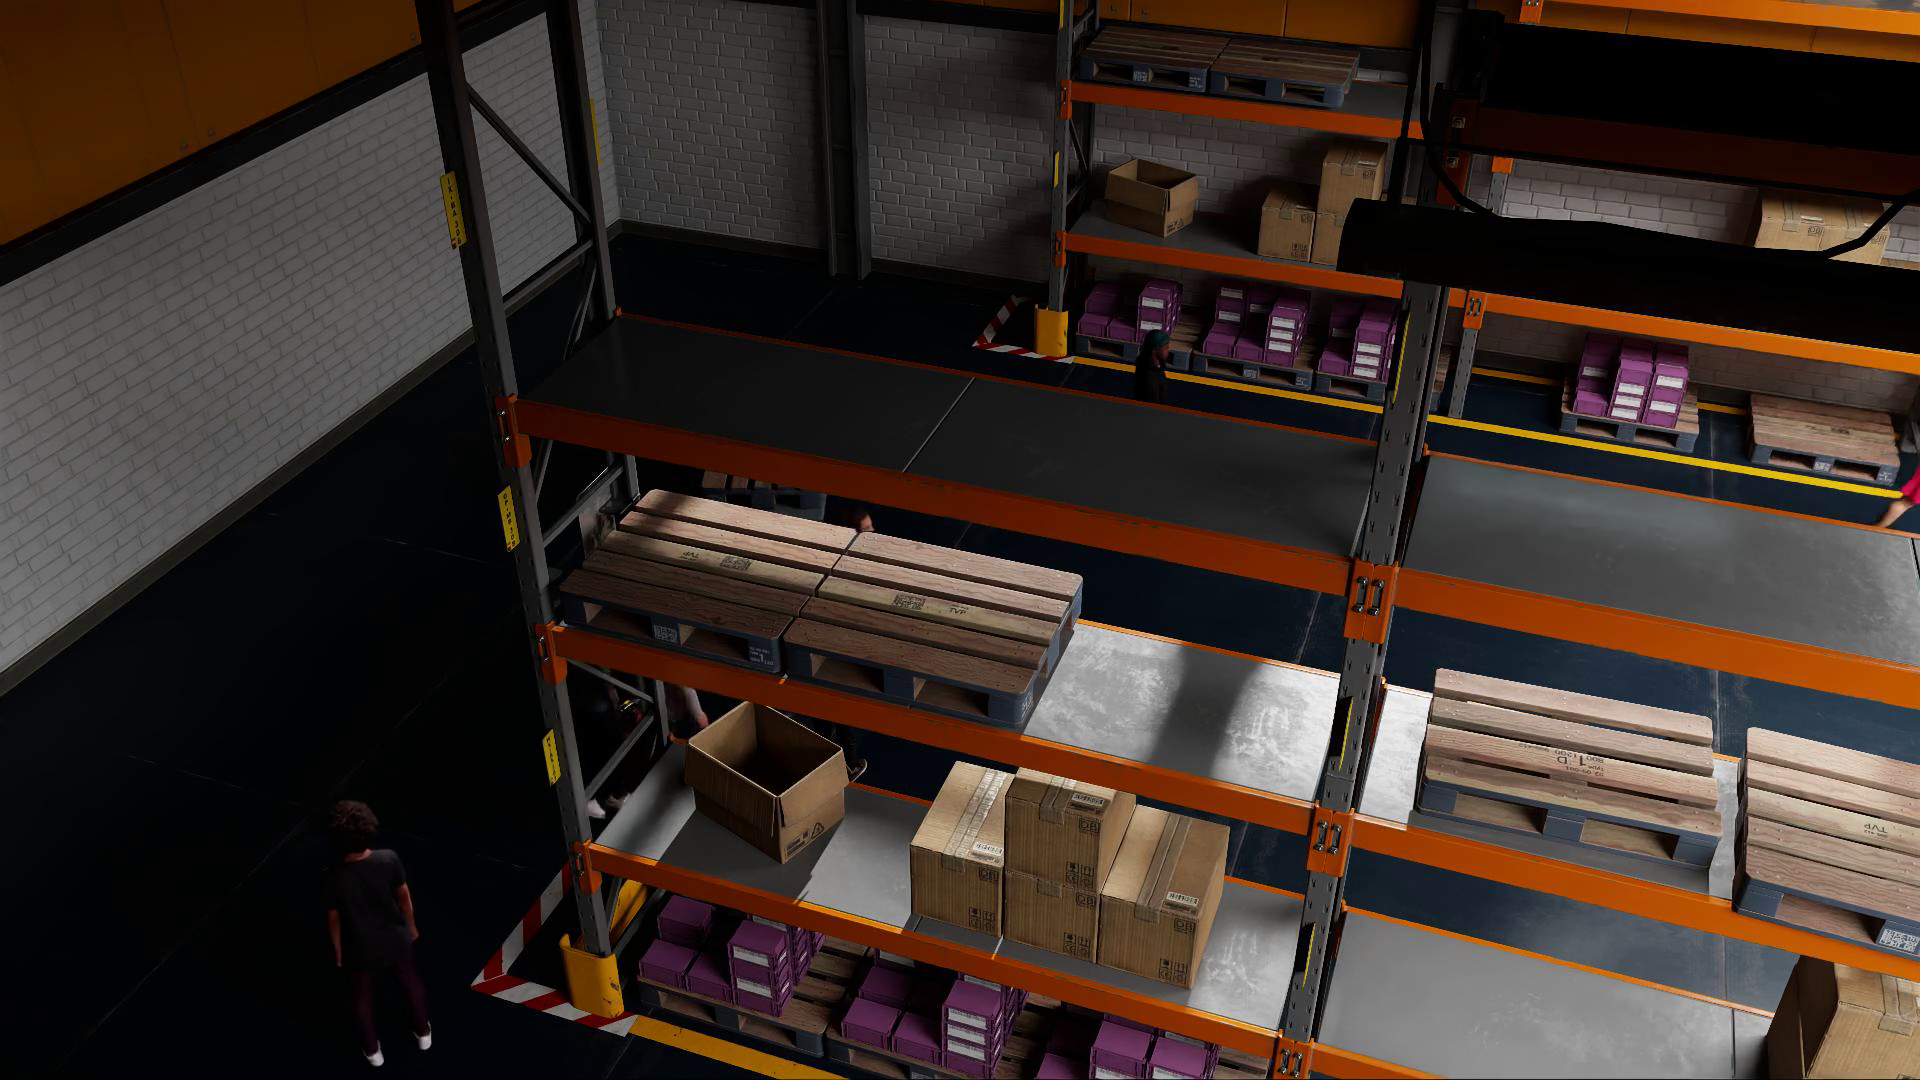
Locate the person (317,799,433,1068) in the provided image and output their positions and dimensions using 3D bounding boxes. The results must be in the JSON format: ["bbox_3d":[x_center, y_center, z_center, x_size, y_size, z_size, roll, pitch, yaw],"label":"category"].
[{"bbox_3d":[-3.227,2.189,9.186,0.737,1.769,0.771,-22,39,-29],"label":"person"}]

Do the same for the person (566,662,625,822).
[{"bbox_3d":[-2.422,1.160,10.772,0.791,1.728,0.749,-28,43,-35],"label":"person"}]

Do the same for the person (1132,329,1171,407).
[{"bbox_3d":[1.557,-0.921,13.823,0.675,1.816,0.730,3,34,4],"label":"person"}]
